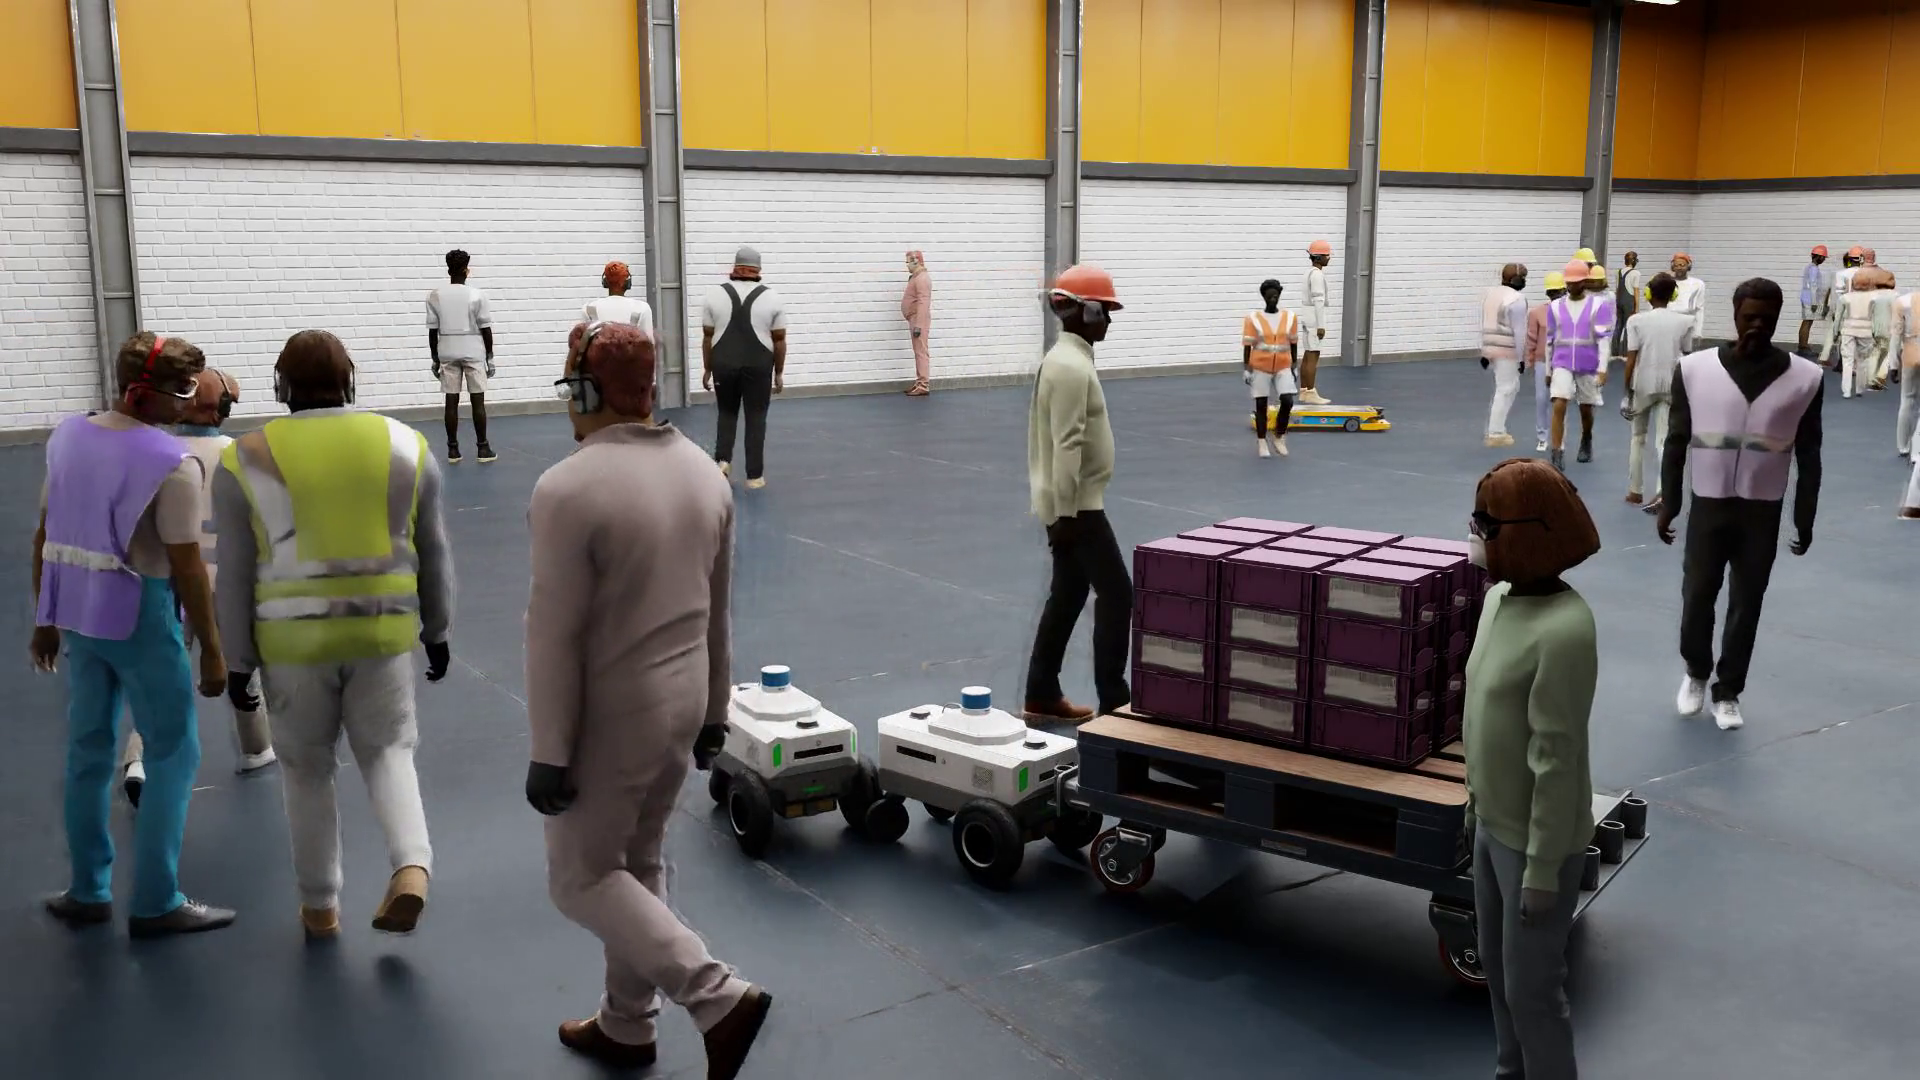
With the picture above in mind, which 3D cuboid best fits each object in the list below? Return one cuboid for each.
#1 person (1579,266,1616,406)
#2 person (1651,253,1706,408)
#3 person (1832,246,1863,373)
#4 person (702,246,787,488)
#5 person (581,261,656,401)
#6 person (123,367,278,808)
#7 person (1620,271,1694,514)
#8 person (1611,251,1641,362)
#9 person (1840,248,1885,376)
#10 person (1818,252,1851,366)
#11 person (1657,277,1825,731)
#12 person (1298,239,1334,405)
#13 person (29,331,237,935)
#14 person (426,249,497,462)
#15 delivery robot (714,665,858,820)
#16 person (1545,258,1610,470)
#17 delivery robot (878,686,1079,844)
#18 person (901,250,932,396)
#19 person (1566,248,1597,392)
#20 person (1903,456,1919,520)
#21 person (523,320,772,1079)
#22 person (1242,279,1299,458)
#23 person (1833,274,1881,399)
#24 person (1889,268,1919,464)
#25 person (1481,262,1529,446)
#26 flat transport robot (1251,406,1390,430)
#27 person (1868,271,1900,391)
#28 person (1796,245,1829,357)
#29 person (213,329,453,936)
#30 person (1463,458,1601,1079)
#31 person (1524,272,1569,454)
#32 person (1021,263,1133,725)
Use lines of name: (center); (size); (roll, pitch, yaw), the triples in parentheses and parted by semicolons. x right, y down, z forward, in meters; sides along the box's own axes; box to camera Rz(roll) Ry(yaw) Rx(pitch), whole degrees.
person: (7.772, -2.496, 20.430); (0.498, 1.724, 0.584); (3, 11, 16)
person: (8.674, -2.515, 20.129); (0.607, 1.876, 0.465); (5, 11, 25)
person: (13.666, -3.526, 25.484); (0.546, 1.939, 0.375); (2, 11, 11)
person: (-1.781, -1.460, 13.876); (0.710, 2.000, 0.577); (0, 10, 1)
person: (-2.719, -1.277, 13.299); (0.584, 1.882, 0.337); (-1, 10, -3)
person: (-2.835, 0.163, 6.165); (0.532, 1.607, 0.804); (1, 10, 6)
person: (5.318, -1.118, 12.656); (0.556, 1.824, 0.925); (2, 11, 12)
person: (11.149, -3.896, 27.806); (0.341, 1.839, 0.501); (-4, 11, -22)
person: (13.516, -3.400, 24.894); (0.637, 1.904, 0.403); (-5, 11, -24)
person: (14.216, -3.694, 26.703); (0.896, 1.823, 0.523); (-3, 11, -14)
person: (3.288, -0.146, 7.025); (0.616, 1.907, 0.454); (3, 11, 16)
person: (4.418, -2.692, 20.621); (0.378, 2.045, 0.605); (0, 10, -2)
person: (-2.532, 0.287, 4.957); (0.727, 1.809, 0.399); (4, 11, 22)
person: (-4.594, -1.693, 15.356); (0.604, 1.966, 0.367); (0, 10, -1)
delivery robot: (-0.652, 0.689, 5.911); (0.477, 0.478, 0.707); (-6, 12, -30)
person: (5.554, -1.582, 14.965); (0.577, 1.892, 0.946); (5, 12, 27)
delivery robot: (0.053, 0.740, 5.634); (0.707, 0.478, 0.477); (9, 14, 41)
person: (-0.572, -2.848, 21.871); (0.406, 1.902, 0.636); (-1, 10, -4)
person: (8.332, -2.952, 22.369); (0.383, 1.924, 0.594); (9, 14, 42)
person: (7.385, -1.036, 12.130); (0.919, 1.825, 0.570); (-1, 10, -4)
person: (-0.750, 0.423, 3.971); (0.647, 1.884, 0.645); (5, 11, 25)
person: (2.909, -1.589, 15.552); (0.561, 1.679, 0.467); (0, 10, -2)
person: (11.608, -2.641, 21.553); (0.537, 1.591, 0.858); (5, 12, 26)
person: (8.966, -1.665, 15.440); (0.598, 1.881, 0.969); (7, 12, 33)
person: (5.453, -1.827, 16.485); (0.518, 1.822, 0.637); (-2, 11, -11)
flat transport robot: (3.901, -1.335, 18.048); (1.431, 0.197, 0.652); (1, 10, 8)
person: (12.442, -2.816, 22.449); (0.371, 1.613, 0.523); (-5, 11, -24)
person: (14.843, -4.153, 28.946); (0.385, 1.930, 0.545); (3, 11, 18)
person: (-1.784, 0.304, 4.828); (0.649, 1.819, 0.596); (-6, 12, -30)
person: (1.186, 0.634, 3.544); (0.280, 1.624, 0.493); (0, 10, -1)
person: (5.704, -1.695, 15.999); (0.541, 1.739, 0.658); (4, 11, 23)
person: (0.581, -0.155, 6.938); (0.704, 1.956, 0.665); (0, 10, -1)
